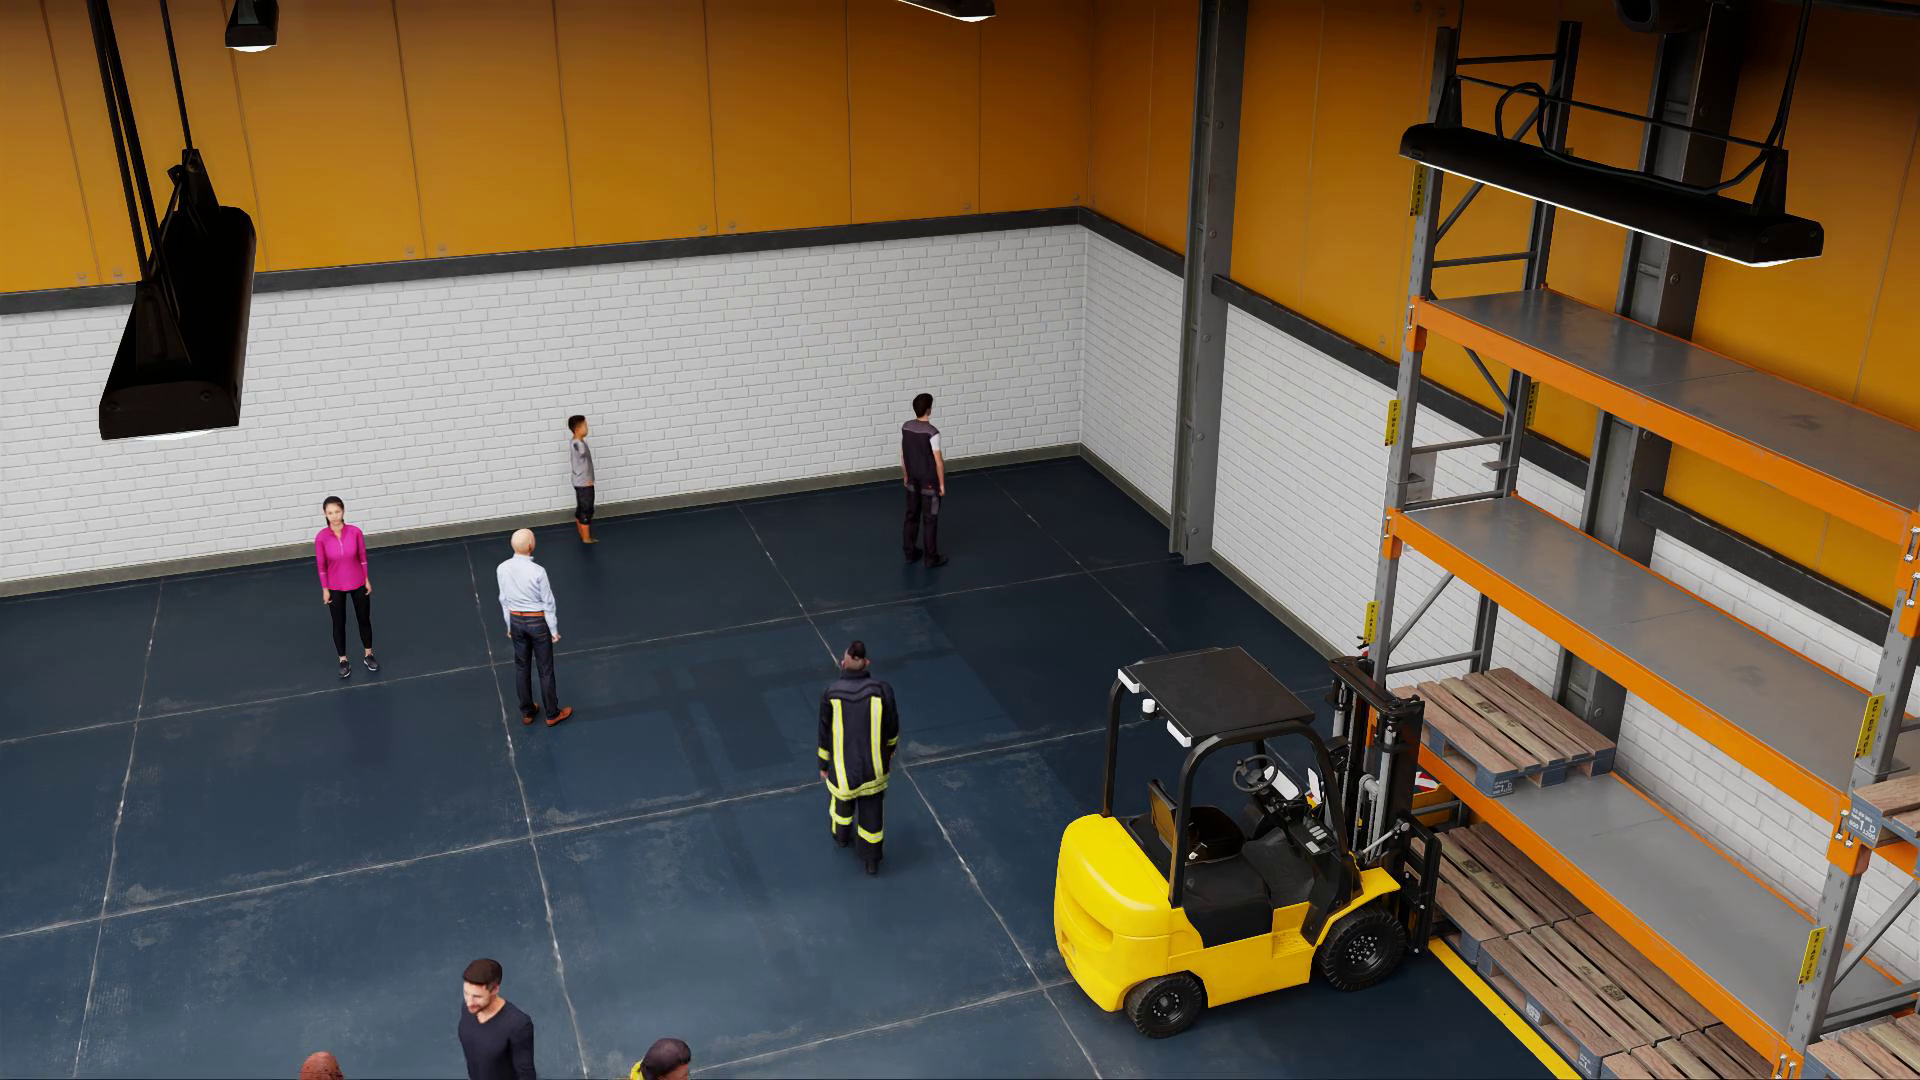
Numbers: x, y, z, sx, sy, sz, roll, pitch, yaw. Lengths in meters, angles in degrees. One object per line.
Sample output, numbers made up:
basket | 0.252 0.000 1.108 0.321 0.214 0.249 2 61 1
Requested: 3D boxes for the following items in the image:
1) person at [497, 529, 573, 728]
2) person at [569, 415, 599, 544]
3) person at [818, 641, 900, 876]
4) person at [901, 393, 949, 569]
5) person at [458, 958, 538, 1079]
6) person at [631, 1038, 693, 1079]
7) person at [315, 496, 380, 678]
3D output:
person | -3.623 0.738 14.060 0.735 1.792 0.751 5 24 11
person | -4.036 -0.699 17.769 0.645 1.454 0.423 -9 25 -20
person | -0.737 1.598 12.029 0.856 1.844 0.954 -4 24 -9
person | -0.385 -0.619 17.096 0.722 1.848 0.818 15 28 31
person | -2.371 2.980 8.939 1.118 1.786 1.129 13 27 28
person | -1.564 3.206 8.601 1.098 1.643 0.714 -18 30 -36
person | -5.519 0.400 14.950 0.624 1.699 0.616 -13 27 -27
